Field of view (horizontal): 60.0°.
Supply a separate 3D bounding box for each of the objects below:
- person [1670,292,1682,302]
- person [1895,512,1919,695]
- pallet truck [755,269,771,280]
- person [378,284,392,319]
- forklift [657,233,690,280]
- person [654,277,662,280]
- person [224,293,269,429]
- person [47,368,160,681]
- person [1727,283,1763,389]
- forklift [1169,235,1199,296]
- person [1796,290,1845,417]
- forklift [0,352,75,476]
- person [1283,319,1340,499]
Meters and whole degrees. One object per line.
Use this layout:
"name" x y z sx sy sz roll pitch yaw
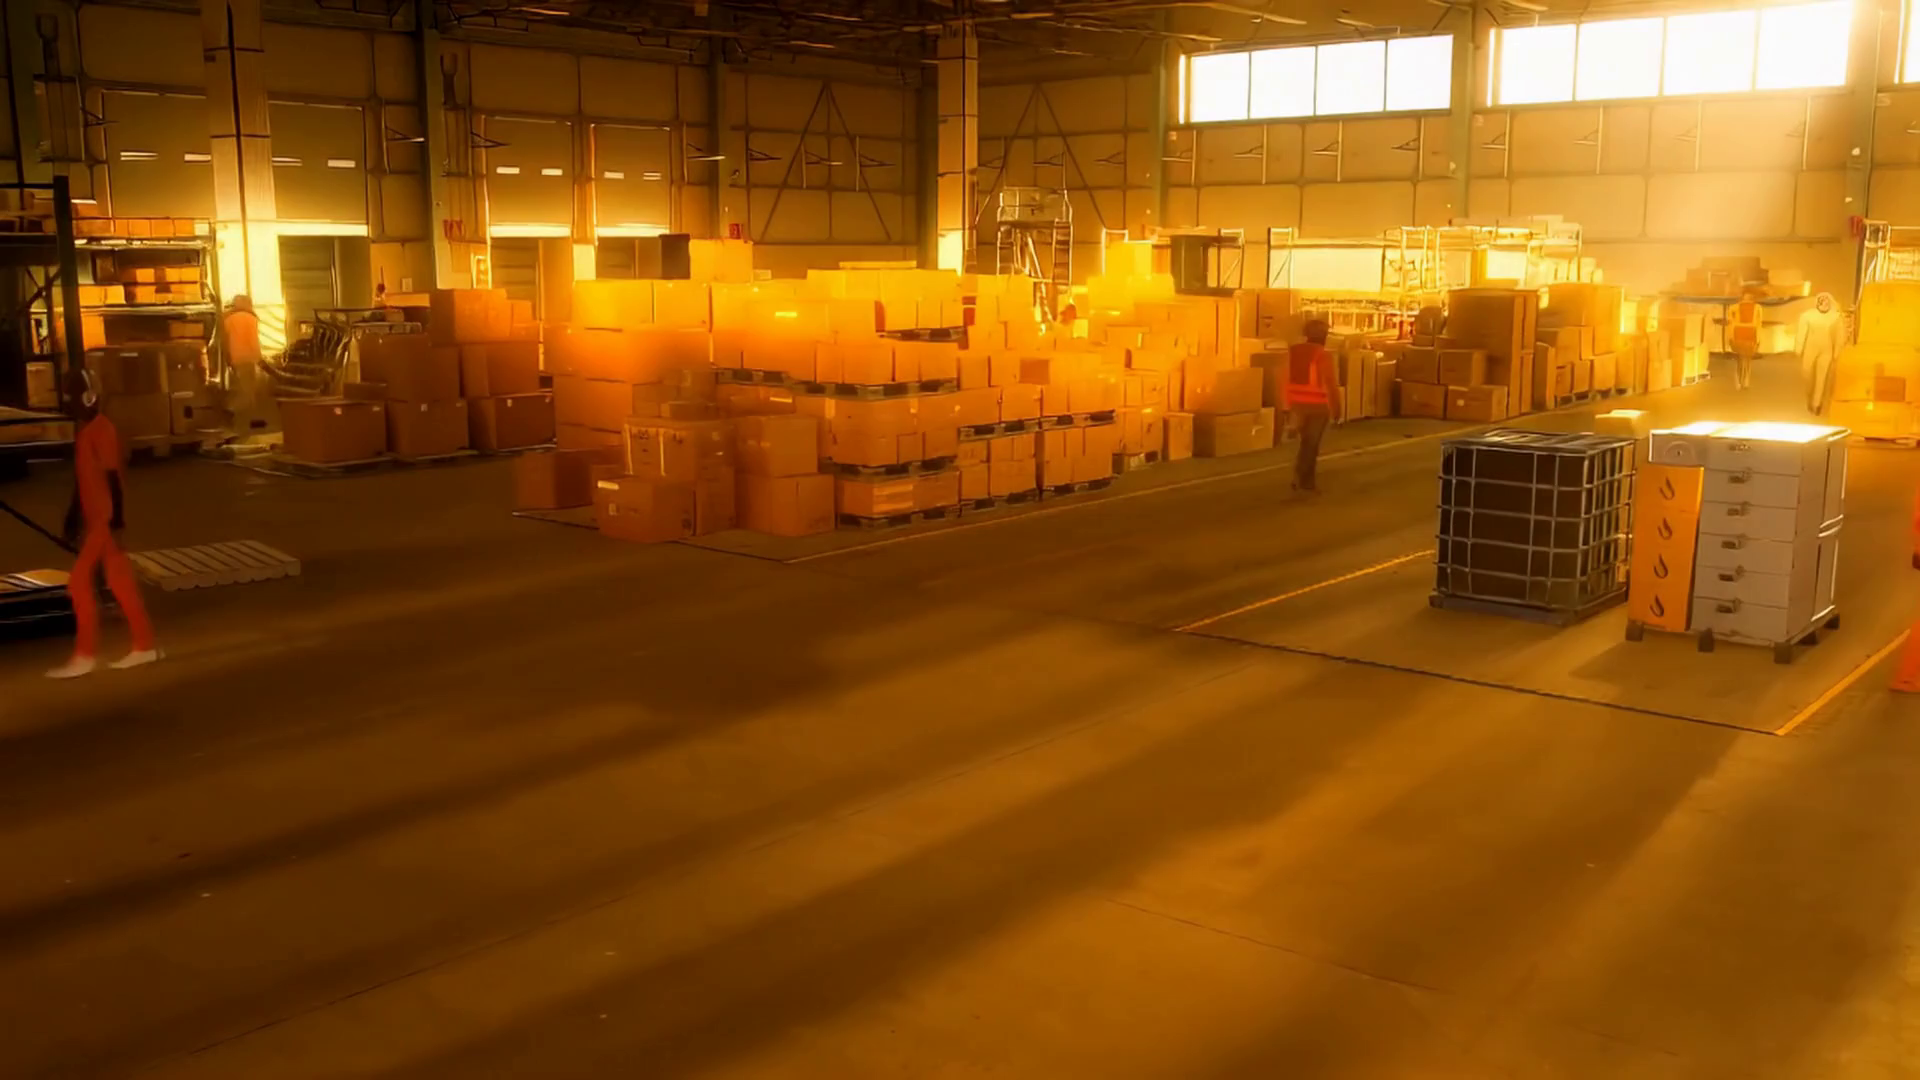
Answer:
"person" 14.148 -4.059 32.916 0.551 1.674 0.570 -8 12 -37
"person" 5.701 0.104 9.412 0.705 1.614 0.521 2 10 11
"pallet truck" -4.996 -6.432 45.525 1.885 1.965 0.823 -6 12 -32
"person" -14.058 -5.467 40.980 0.701 1.680 0.538 -8 12 -37
"forklift" -5.606 -4.634 32.773 1.873 2.768 1.129 -6 11 -29
"person" -6.517 -4.725 36.024 0.636 1.928 0.387 -5 11 -26
"person" -10.090 -2.506 23.367 0.640 1.923 0.610 6 12 33
"person" -5.237 -0.101 9.941 0.777 1.841 0.529 -7 12 -34
"person" 14.252 -3.708 30.230 0.575 1.919 0.412 4 11 20
"forklift" 5.022 -5.455 37.453 1.873 2.768 1.129 7 12 33
"person" 13.146 -2.860 25.453 0.635 1.914 0.807 5 11 29
"forklift" -10.927 -2.068 18.164 1.129 2.768 1.873 5 11 26
"person" 3.599 -1.326 16.936 0.483 1.828 0.658 -7 12 -35
